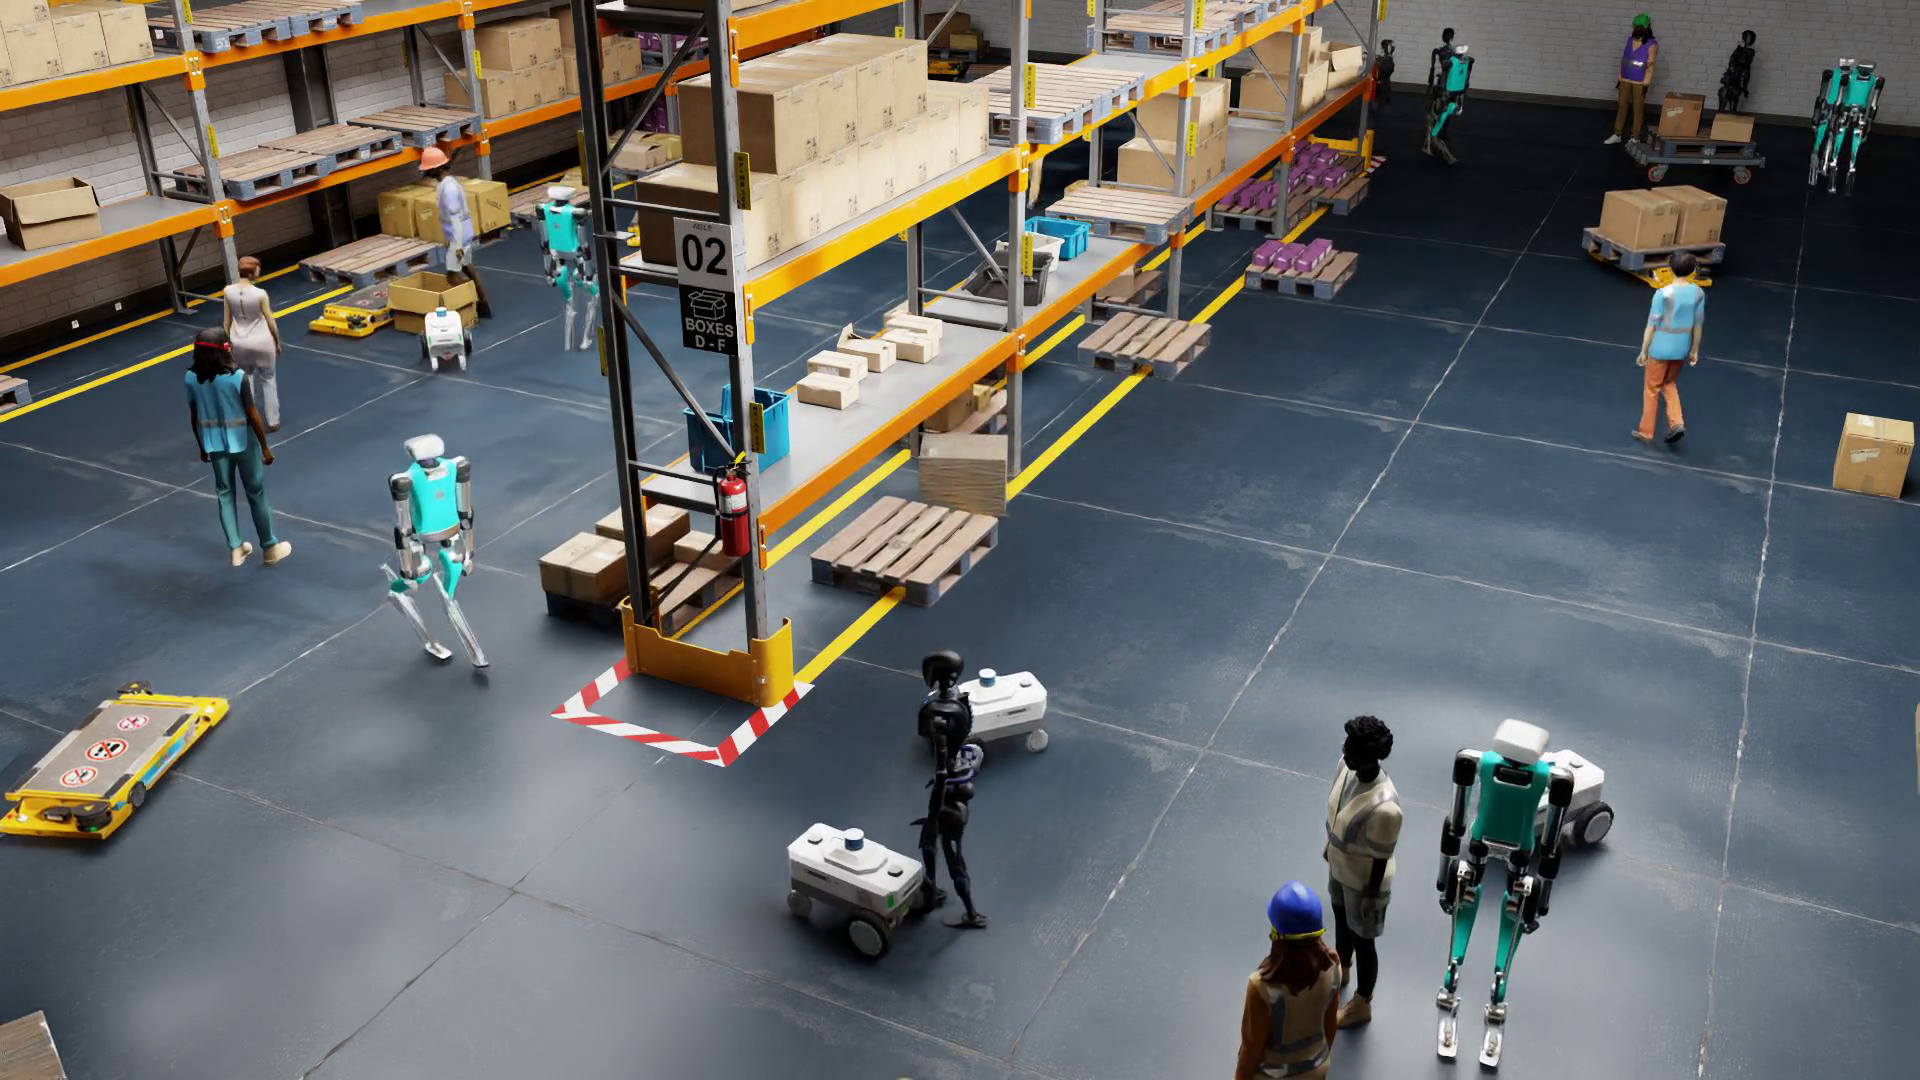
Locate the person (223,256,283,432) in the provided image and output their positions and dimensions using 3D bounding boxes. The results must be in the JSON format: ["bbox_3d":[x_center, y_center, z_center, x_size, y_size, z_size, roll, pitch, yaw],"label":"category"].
[{"bbox_3d":[-6.262,-1.729,14.720,0.488,1.633,0.346,-1,26,-2],"label":"person"}]

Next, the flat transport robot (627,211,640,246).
[{"bbox_3d":[-3.730,-3.940,20.736,0.659,0.231,1.431,-1,26,-2],"label":"flat transport robot"}]

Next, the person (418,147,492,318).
[{"bbox_3d":[-5.250,-3.136,17.274,0.654,1.901,0.636,-12,29,-22],"label":"person"}]

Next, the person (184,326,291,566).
[{"bbox_3d":[-5.400,-0.679,12.348,0.540,1.864,0.372,1,26,1],"label":"person"}]

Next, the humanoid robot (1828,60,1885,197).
[{"bbox_3d":[11.785,-5.365,22.021,0.549,1.854,0.664,12,29,22],"label":"humanoid robot"}]

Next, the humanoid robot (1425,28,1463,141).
[{"bbox_3d":[7.323,-6.862,25.051,0.586,1.637,0.350,-8,27,-16],"label":"humanoid robot"}]

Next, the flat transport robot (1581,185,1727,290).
[{"bbox_3d":[7.971,-3.199,19.239,0.659,0.231,1.431,-6,27,-12],"label":"flat transport robot"}]

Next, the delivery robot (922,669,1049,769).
[{"bbox_3d":[0.151,1.083,10.273,0.791,0.598,0.499,-10,28,-20],"label":"delivery robot"}]

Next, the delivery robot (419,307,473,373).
[{"bbox_3d":[-5.122,-2.013,16.543,0.499,0.613,0.811,-8,27,-16],"label":"delivery robot"}]

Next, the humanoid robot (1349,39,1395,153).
[{"bbox_3d":[6.111,-6.532,24.450,0.700,1.650,0.600,15,30,28],"label":"humanoid robot"}]

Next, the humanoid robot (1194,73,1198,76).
[{"bbox_3d":[3.335,-6.002,23.265,0.949,1.765,0.552,-19,32,-33],"label":"humanoid robot"}]

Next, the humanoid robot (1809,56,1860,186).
[{"bbox_3d":[11.913,-5.743,22.774,0.534,1.786,0.937,7,27,14],"label":"humanoid robot"}]

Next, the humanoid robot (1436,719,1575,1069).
[{"bbox_3d":[2.420,1.701,7.615,0.530,1.728,0.689,11,28,20],"label":"humanoid robot"}]

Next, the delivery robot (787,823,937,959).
[{"bbox_3d":[-0.533,1.811,8.806,0.783,0.601,0.499,16,30,28],"label":"delivery robot"}]

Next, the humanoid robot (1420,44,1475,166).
[{"bbox_3d":[6.835,-6.192,23.653,0.549,1.737,1.057,-13,29,-25],"label":"humanoid robot"}]

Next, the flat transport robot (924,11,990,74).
[{"bbox_3d":[-0.167,-8.746,30.444,0.659,0.231,1.431,7,27,13],"label":"flat transport robot"}]

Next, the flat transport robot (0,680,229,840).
[{"bbox_3d":[-5.125,1.320,10.111,0.659,0.231,1.431,3,26,6],"label":"flat transport robot"}]

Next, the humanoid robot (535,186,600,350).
[{"bbox_3d":[-3.811,-2.700,16.610,0.561,1.804,0.732,7,27,15],"label":"humanoid robot"}]

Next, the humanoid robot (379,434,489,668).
[{"bbox_3d":[-3.514,0.072,10.958,0.535,1.736,0.920,-22,34,-37],"label":"humanoid robot"}]

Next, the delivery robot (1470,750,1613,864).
[{"bbox_3d":[3.319,1.484,9.481,0.808,0.614,0.499,-14,30,-26],"label":"delivery robot"}]

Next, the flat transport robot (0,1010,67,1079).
[{"bbox_3d":[-3.915,3.050,6.616,1.431,0.231,0.659,-18,32,-32],"label":"flat transport robot"}]

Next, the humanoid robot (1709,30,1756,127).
[{"bbox_3d":[11.562,-6.821,24.978,0.597,1.646,0.465,-16,31,-29],"label":"humanoid robot"}]

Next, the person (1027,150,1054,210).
[{"bbox_3d":[0.980,-5.281,21.803,0.565,1.715,0.864,8,27,15],"label":"person"}]

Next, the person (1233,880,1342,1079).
[{"bbox_3d":[1.302,2.140,6.753,0.463,1.777,0.326,-11,29,-22],"label":"person"}]

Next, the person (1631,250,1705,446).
[{"bbox_3d":[6.150,-1.639,14.413,0.489,1.753,0.421,-5,27,-10],"label":"person"}]

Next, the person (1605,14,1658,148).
[{"bbox_3d":[10.023,-6.823,24.705,0.442,1.921,0.550,-17,31,-30],"label":"person"}]

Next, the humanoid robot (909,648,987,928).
[{"bbox_3d":[-0.089,1.295,8.587,0.475,1.649,0.601,3,27,6],"label":"humanoid robot"}]

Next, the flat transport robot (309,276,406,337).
[{"bbox_3d":[-6.239,-2.513,17.855,0.659,0.231,1.431,10,28,19],"label":"flat transport robot"}]

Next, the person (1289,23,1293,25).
[{"bbox_3d":[5.223,-7.304,25.732,0.600,1.862,0.442,-18,31,-32],"label":"person"}]

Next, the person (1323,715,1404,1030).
[{"bbox_3d":[1.905,1.576,7.990,0.320,1.692,0.533,-5,27,-10],"label":"person"}]
